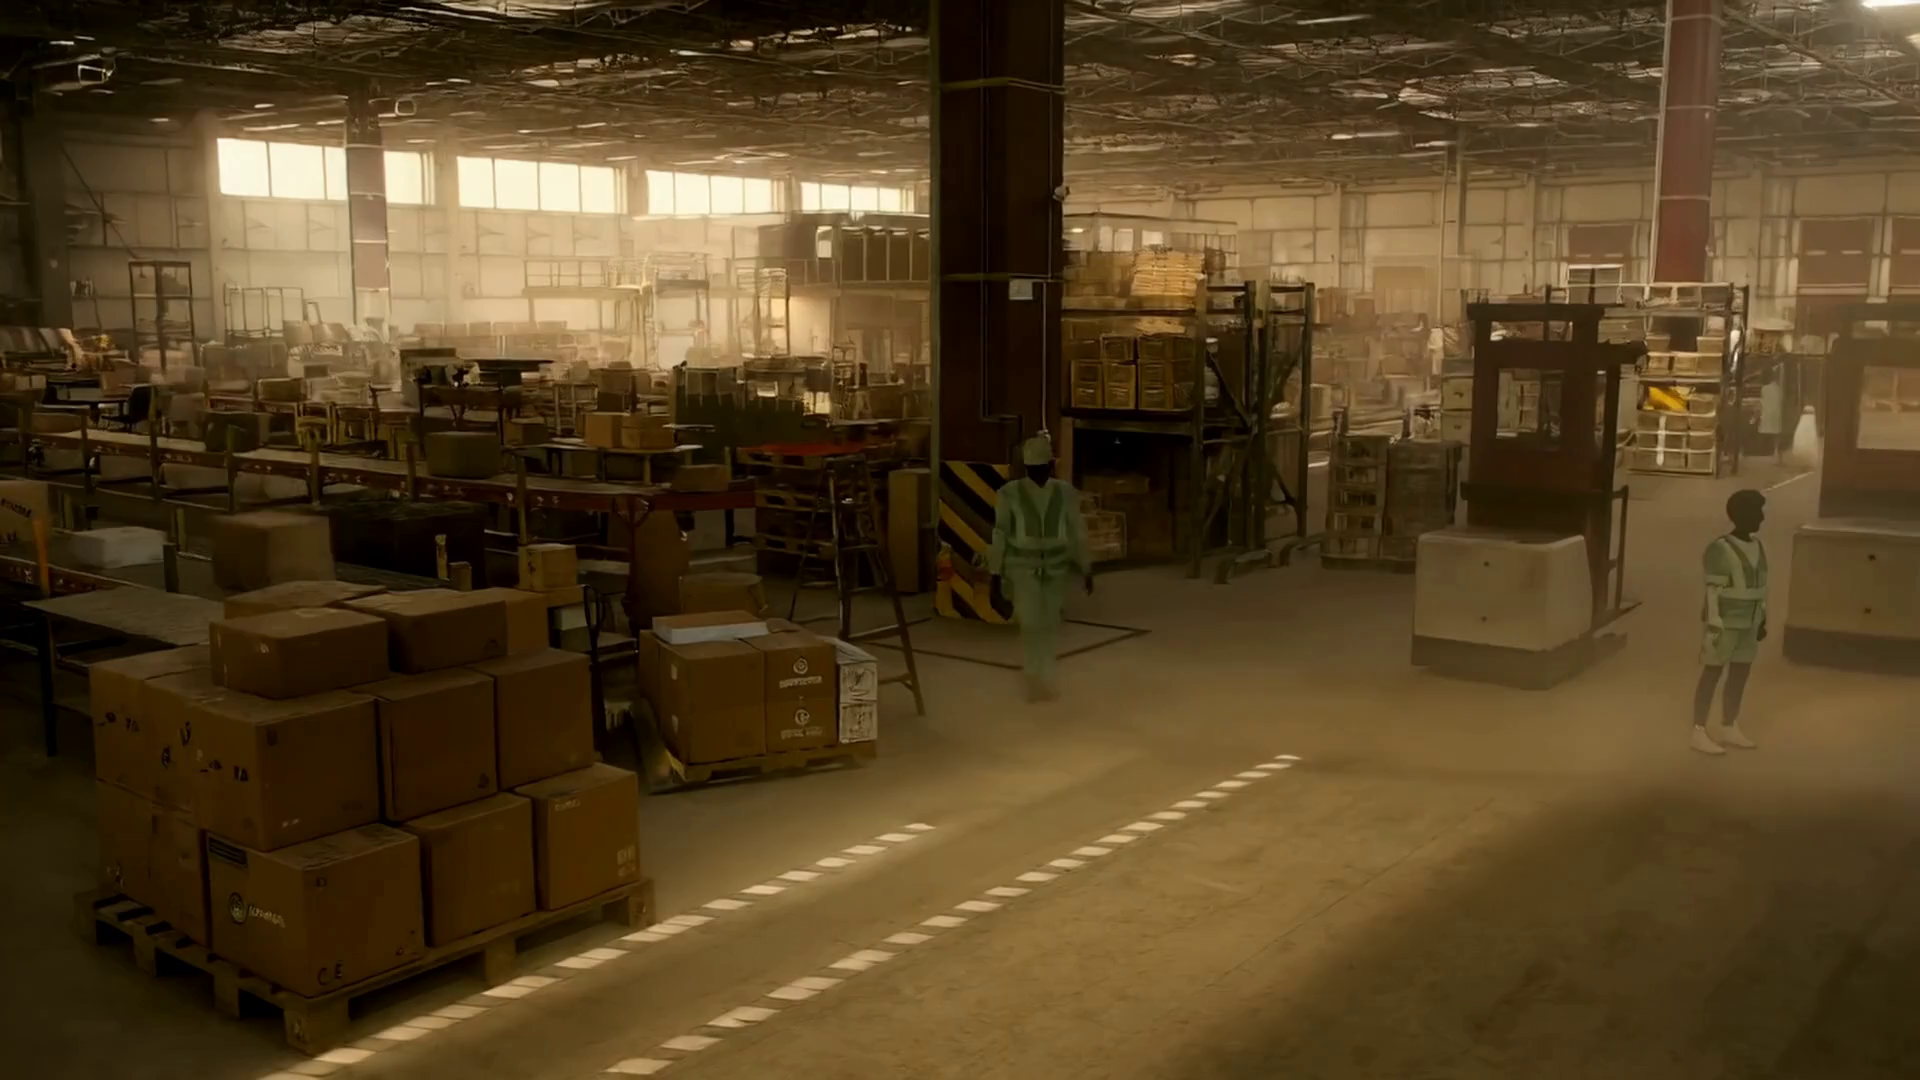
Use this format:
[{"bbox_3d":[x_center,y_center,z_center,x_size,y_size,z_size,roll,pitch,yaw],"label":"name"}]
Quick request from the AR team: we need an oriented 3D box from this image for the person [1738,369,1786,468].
[{"bbox_3d":[13.439,-2.031,27.737,0.590,1.640,0.835,-7,11,-41],"label":"person"}]

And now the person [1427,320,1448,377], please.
[{"bbox_3d":[16.667,-6.695,58.033,0.752,1.967,1.043,1,8,6],"label":"person"}]

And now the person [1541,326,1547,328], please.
[{"bbox_3d":[26.321,-9.030,74.677,0.526,1.719,0.912,-1,9,-7],"label":"person"}]

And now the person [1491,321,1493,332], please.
[{"bbox_3d":[25.263,-9.882,79.897,0.756,1.875,0.655,0,8,1],"label":"person"}]

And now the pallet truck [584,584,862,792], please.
[{"bbox_3d":[-1.426,0.805,10.019,1.601,1.201,0.680,-4,9,-26],"label":"pallet truck"}]

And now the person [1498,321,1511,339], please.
[{"bbox_3d":[25.532,-9.556,77.906,0.662,1.803,0.894,0,8,-3],"label":"person"}]

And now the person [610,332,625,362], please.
[{"bbox_3d":[-9.572,-4.921,46.632,0.505,1.817,0.990,-6,11,-37],"label":"person"}]

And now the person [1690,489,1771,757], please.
[{"bbox_3d":[4.861,0.514,10.442,0.532,1.689,0.322,-4,9,-27],"label":"person"}]

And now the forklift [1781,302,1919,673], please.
[{"bbox_3d":[7.369,-0.486,13.177,1.129,2.768,1.873,6,11,37],"label":"forklift"}]

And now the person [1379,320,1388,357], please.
[{"bbox_3d":[16.139,-7.446,63.490,0.528,1.869,0.313,-7,11,-41],"label":"person"}]

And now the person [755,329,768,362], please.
[{"bbox_3d":[-6.407,-5.984,53.796,1.004,1.836,0.580,6,10,36],"label":"person"}]

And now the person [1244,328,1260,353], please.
[{"bbox_3d":[12.088,-8.279,68.911,0.636,1.926,0.480,1,8,4],"label":"person"}]

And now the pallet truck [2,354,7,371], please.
[{"bbox_3d":[-24.881,-4.417,42.634,1.885,1.965,0.823,8,11,41],"label":"pallet truck"}]

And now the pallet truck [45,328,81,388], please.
[{"bbox_3d":[-23.775,-4.544,43.495,1.885,1.965,0.823,6,10,35],"label":"pallet truck"}]

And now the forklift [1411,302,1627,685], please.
[{"bbox_3d":[4.379,-0.438,12.852,1.129,2.768,1.873,7,11,37],"label":"forklift"}]

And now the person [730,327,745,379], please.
[{"bbox_3d":[-7.510,-6.294,56.100,0.519,1.756,0.341,1,9,9],"label":"person"}]

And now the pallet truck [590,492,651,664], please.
[{"bbox_3d":[-3.115,0.344,12.883,0.653,1.274,1.630,7,11,37],"label":"pallet truck"}]

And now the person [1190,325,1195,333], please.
[{"bbox_3d":[7.359,-5.871,52.734,0.548,1.916,0.796,-3,9,-17],"label":"person"}]

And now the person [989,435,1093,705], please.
[{"bbox_3d":[0.581,0.215,11.654,0.732,1.917,0.527,-2,9,-12],"label":"person"}]
